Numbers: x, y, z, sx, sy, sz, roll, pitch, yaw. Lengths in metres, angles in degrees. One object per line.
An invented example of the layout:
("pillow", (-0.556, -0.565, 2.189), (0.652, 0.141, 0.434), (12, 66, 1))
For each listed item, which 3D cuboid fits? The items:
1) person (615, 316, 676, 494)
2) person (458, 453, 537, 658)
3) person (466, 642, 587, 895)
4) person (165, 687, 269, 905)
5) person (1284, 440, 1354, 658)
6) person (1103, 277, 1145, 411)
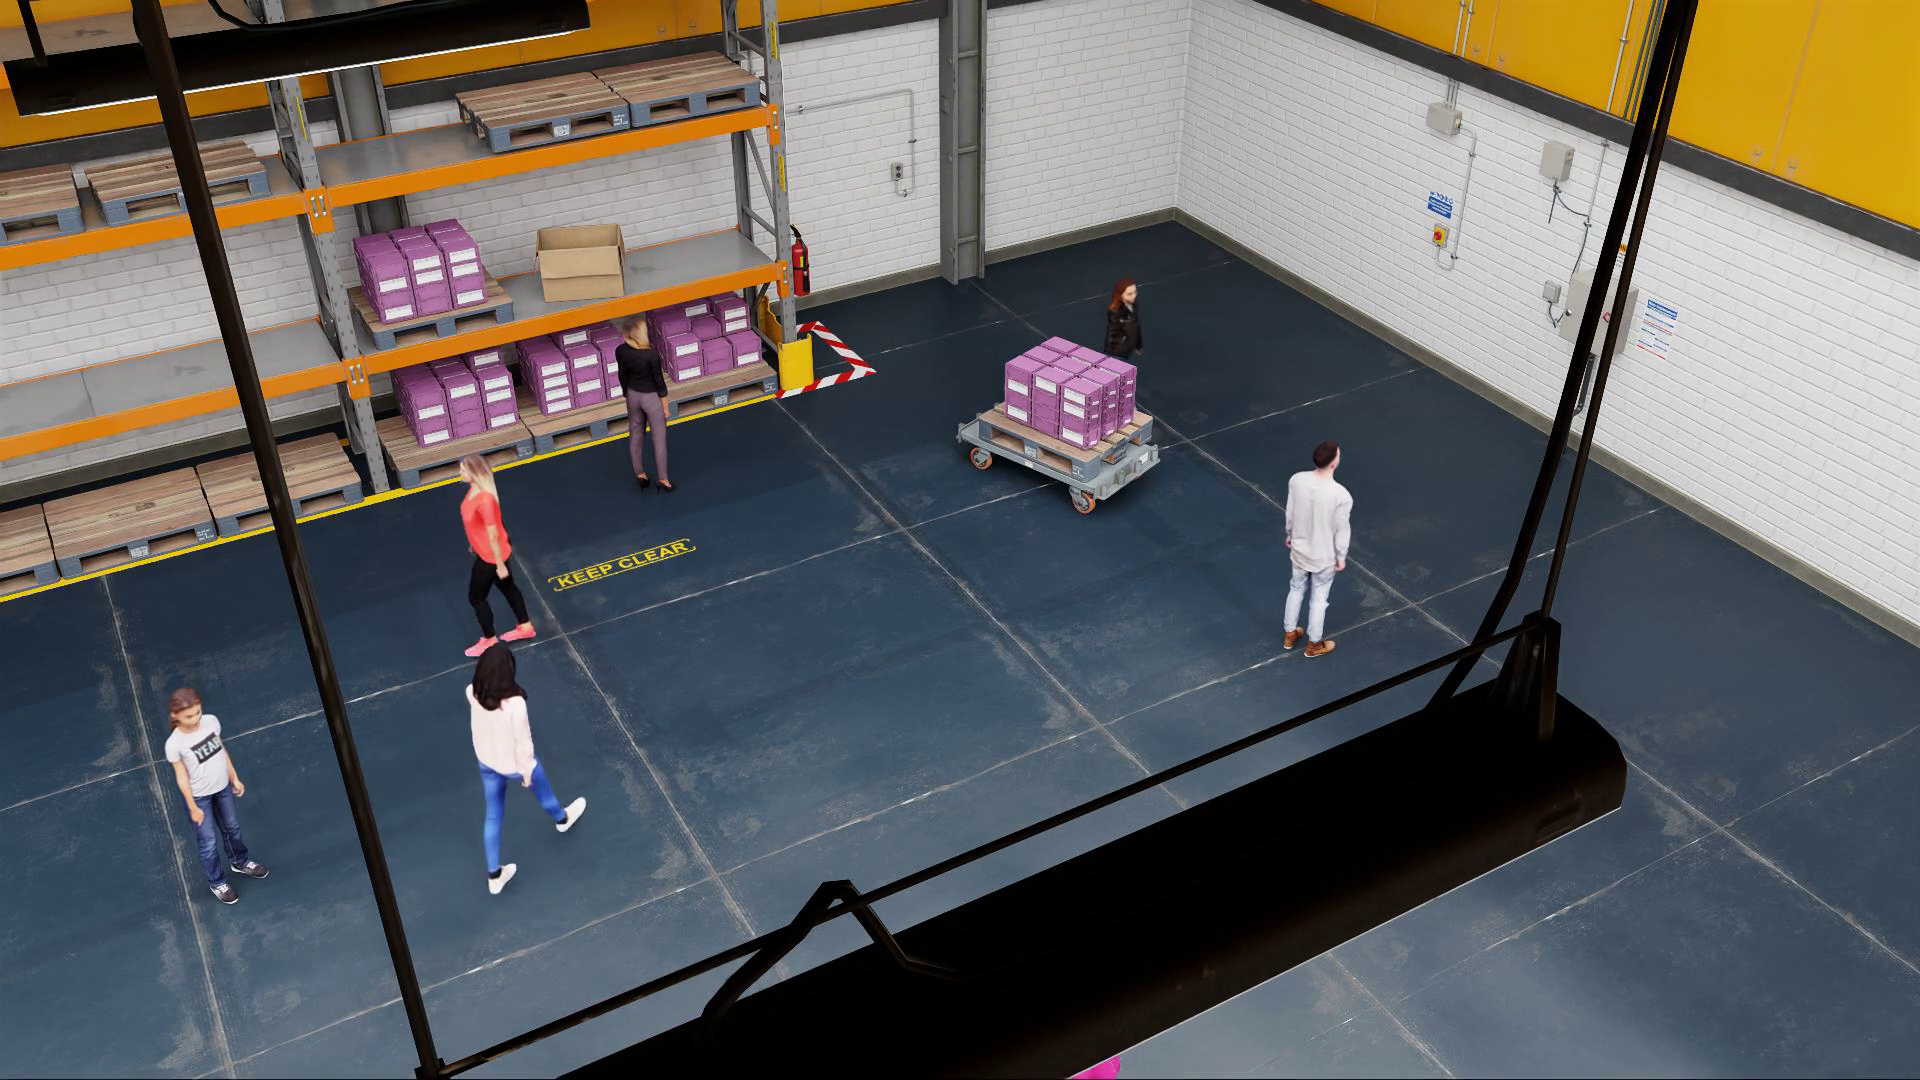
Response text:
("person", (-2.702, -1.148, 14.254), (0.680, 1.671, 0.717), (12, 36, 18))
("person", (-3.390, 0.090, 12.388), (0.817, 1.674, 0.680), (-12, 35, -17))
("person", (-2.865, 1.446, 10.312), (1.056, 1.714, 1.214), (14, 36, 20))
("person", (-4.669, 1.540, 10.308), (0.693, 1.563, 0.608), (16, 37, 23))
("person", (2.629, 0.055, 12.291), (0.745, 1.841, 0.679), (27, 42, 35))
("person", (1.422, -1.788, 15.411), (0.852, 1.456, 0.887), (22, 39, 29))
